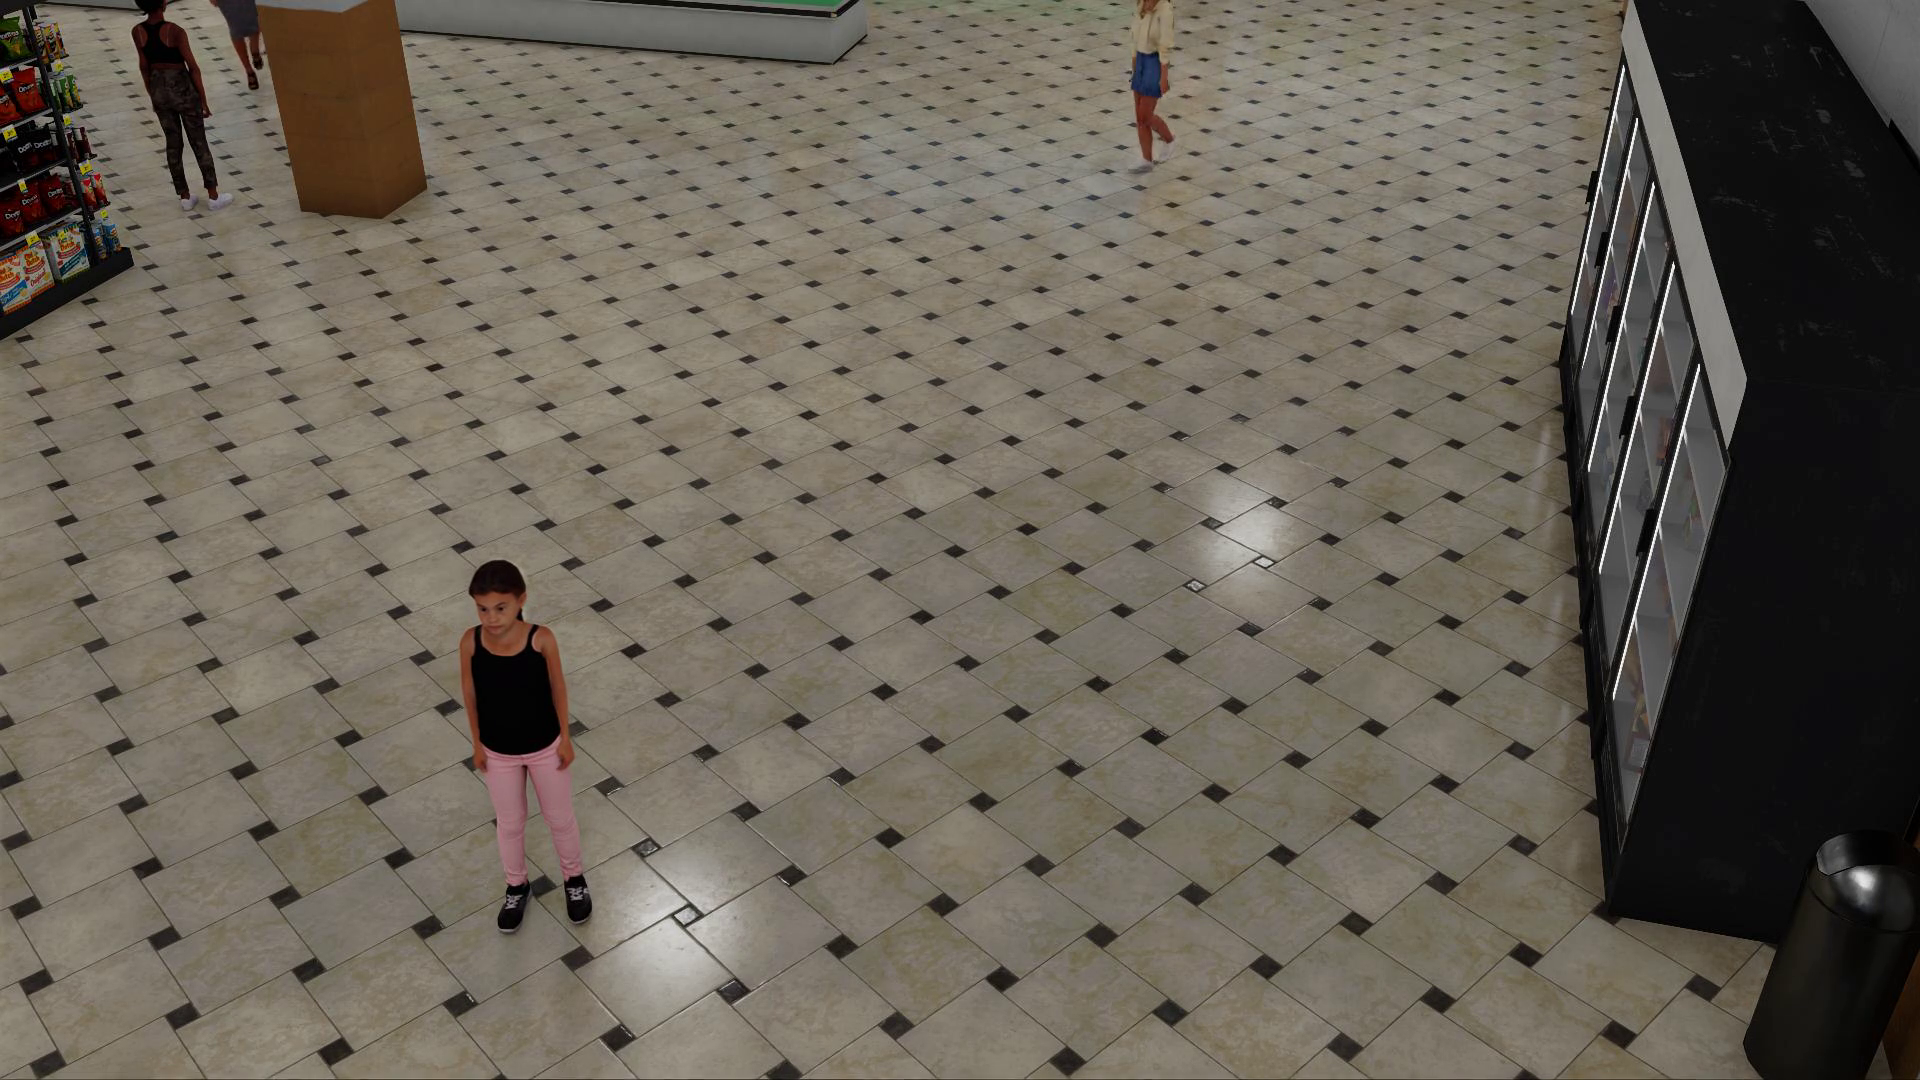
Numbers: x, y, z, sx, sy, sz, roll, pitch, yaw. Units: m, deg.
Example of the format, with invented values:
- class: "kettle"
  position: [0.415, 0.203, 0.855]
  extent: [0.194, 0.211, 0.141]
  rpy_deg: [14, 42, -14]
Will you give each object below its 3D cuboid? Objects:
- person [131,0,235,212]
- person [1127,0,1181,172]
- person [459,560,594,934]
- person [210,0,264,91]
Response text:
- class: "person"
  position: [-5.892, -3.319, 12.485]
  extent: [0.542, 1.700, 0.696]
  rpy_deg: [0, 32, 0]
- class: "person"
  position: [1.592, -3.728, 13.219]
  extent: [0.869, 1.619, 0.810]
  rpy_deg: [-17, 36, -25]
- class: "person"
  position: [-1.597, 0.747, 6.077]
  extent: [0.561, 1.565, 0.660]
  rpy_deg: [-5, 32, -7]
- class: "person"
  position: [-6.624, -5.030, 15.168]
  extent: [0.800, 1.771, 0.845]
  rpy_deg: [-9, 33, -15]
